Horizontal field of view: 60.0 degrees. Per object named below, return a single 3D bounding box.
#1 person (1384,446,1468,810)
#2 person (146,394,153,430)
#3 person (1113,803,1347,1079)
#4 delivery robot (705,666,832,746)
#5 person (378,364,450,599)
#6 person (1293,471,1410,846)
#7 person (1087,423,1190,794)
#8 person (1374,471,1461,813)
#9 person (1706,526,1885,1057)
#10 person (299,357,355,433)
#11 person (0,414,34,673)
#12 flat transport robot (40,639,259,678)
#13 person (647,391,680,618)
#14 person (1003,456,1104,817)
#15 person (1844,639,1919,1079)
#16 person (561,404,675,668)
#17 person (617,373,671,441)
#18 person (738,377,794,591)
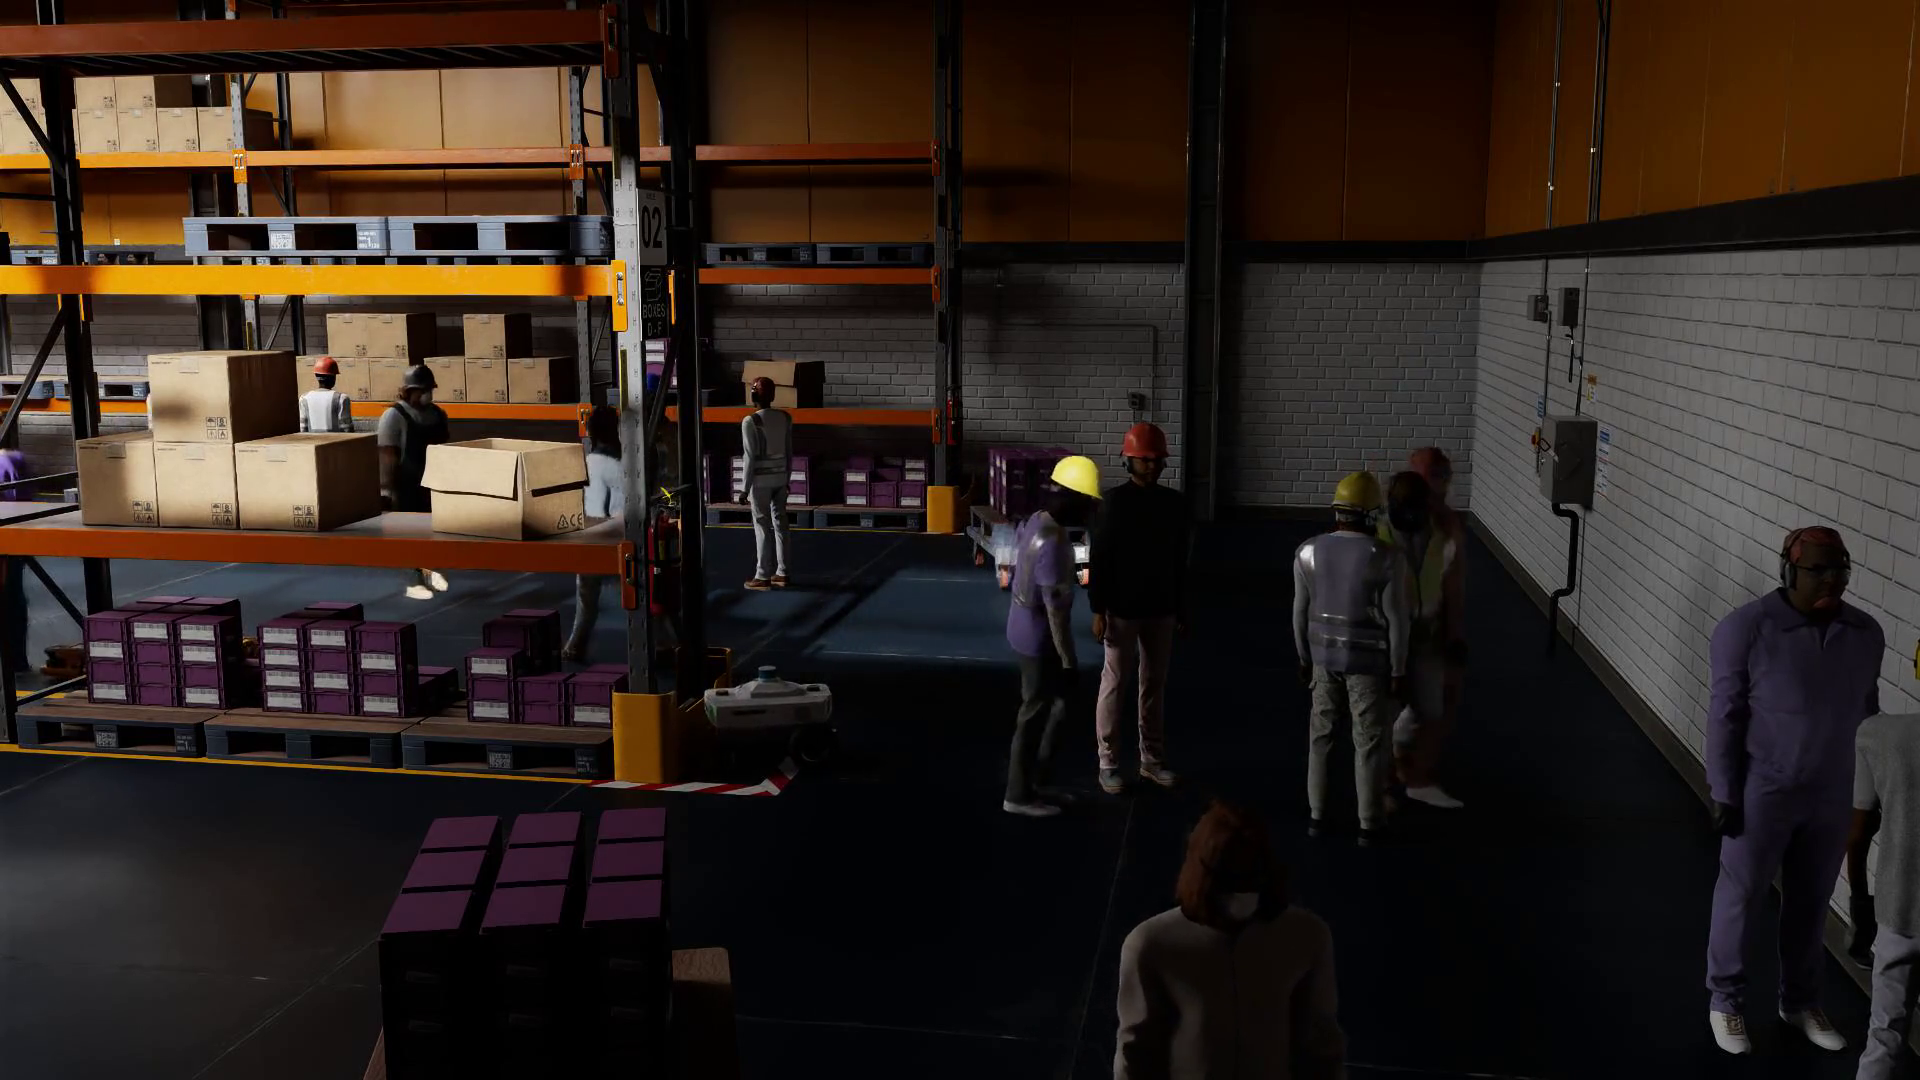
[{"bbox_3d":[2.460,0.444,8.832,0.413,1.882,0.748,-2,9,-14],"label":"person"},{"bbox_3d":[-8.298,-0.975,17.678,0.589,1.865,0.609,-3,10,-19],"label":"person"},{"bbox_3d":[0.626,1.388,3.797,0.518,1.615,0.533,-2,9,-12],"label":"person"},{"bbox_3d":[-1.091,0.959,9.440,0.707,0.478,0.477,-2,9,-11],"label":"delivery robot"},{"bbox_3d":[-4.592,-0.502,14.201,0.539,2.000,0.688,7,12,38],"label":"person"},{"bbox_3d":[1.926,0.575,8.154,0.586,1.835,0.404,7,12,38],"label":"person"},{"bbox_3d":[0.973,0.361,8.984,0.609,1.995,0.376,-4,10,-24],"label":"person"},{"bbox_3d":[2.277,0.507,8.695,0.638,1.807,0.612,-1,9,-7],"label":"person"},{"bbox_3d":[2.991,0.894,5.946,0.639,1.911,0.406,-1,9,-5],"label":"person"},{"bbox_3d":[-6.414,-0.893,16.944,0.551,1.936,0.356,1,9,5],"label":"person"},{"bbox_3d":[-6.654,0.026,11.551,0.465,1.840,0.584,-1,9,-5],"label":"person"},{"bbox_3d":[-5.530,0.810,11.527,1.431,0.197,0.652,2,9,12],"label":"flat transport robot"},{"bbox_3d":[-2.480,-0.282,13.454,0.429,1.844,0.624,2,9,12],"label":"person"},{"bbox_3d":[0.454,0.509,8.401,0.538,1.879,0.620,0,9,1],"label":"person"},{"bbox_3d":[2.762,1.118,4.692,0.329,1.868,0.508,-7,11,-36],"label":"person"},{"bbox_3d":[-2.426,-0.016,11.680,1.036,1.893,0.646,4,10,25],"label":"person"},{"bbox_3d":[-2.621,-0.432,14.047,0.383,1.950,0.605,5,10,27],"label":"person"},{"bbox_3d":[-1.704,-0.494,14.636,0.354,1.883,0.573,8,12,39],"label":"person"}]
